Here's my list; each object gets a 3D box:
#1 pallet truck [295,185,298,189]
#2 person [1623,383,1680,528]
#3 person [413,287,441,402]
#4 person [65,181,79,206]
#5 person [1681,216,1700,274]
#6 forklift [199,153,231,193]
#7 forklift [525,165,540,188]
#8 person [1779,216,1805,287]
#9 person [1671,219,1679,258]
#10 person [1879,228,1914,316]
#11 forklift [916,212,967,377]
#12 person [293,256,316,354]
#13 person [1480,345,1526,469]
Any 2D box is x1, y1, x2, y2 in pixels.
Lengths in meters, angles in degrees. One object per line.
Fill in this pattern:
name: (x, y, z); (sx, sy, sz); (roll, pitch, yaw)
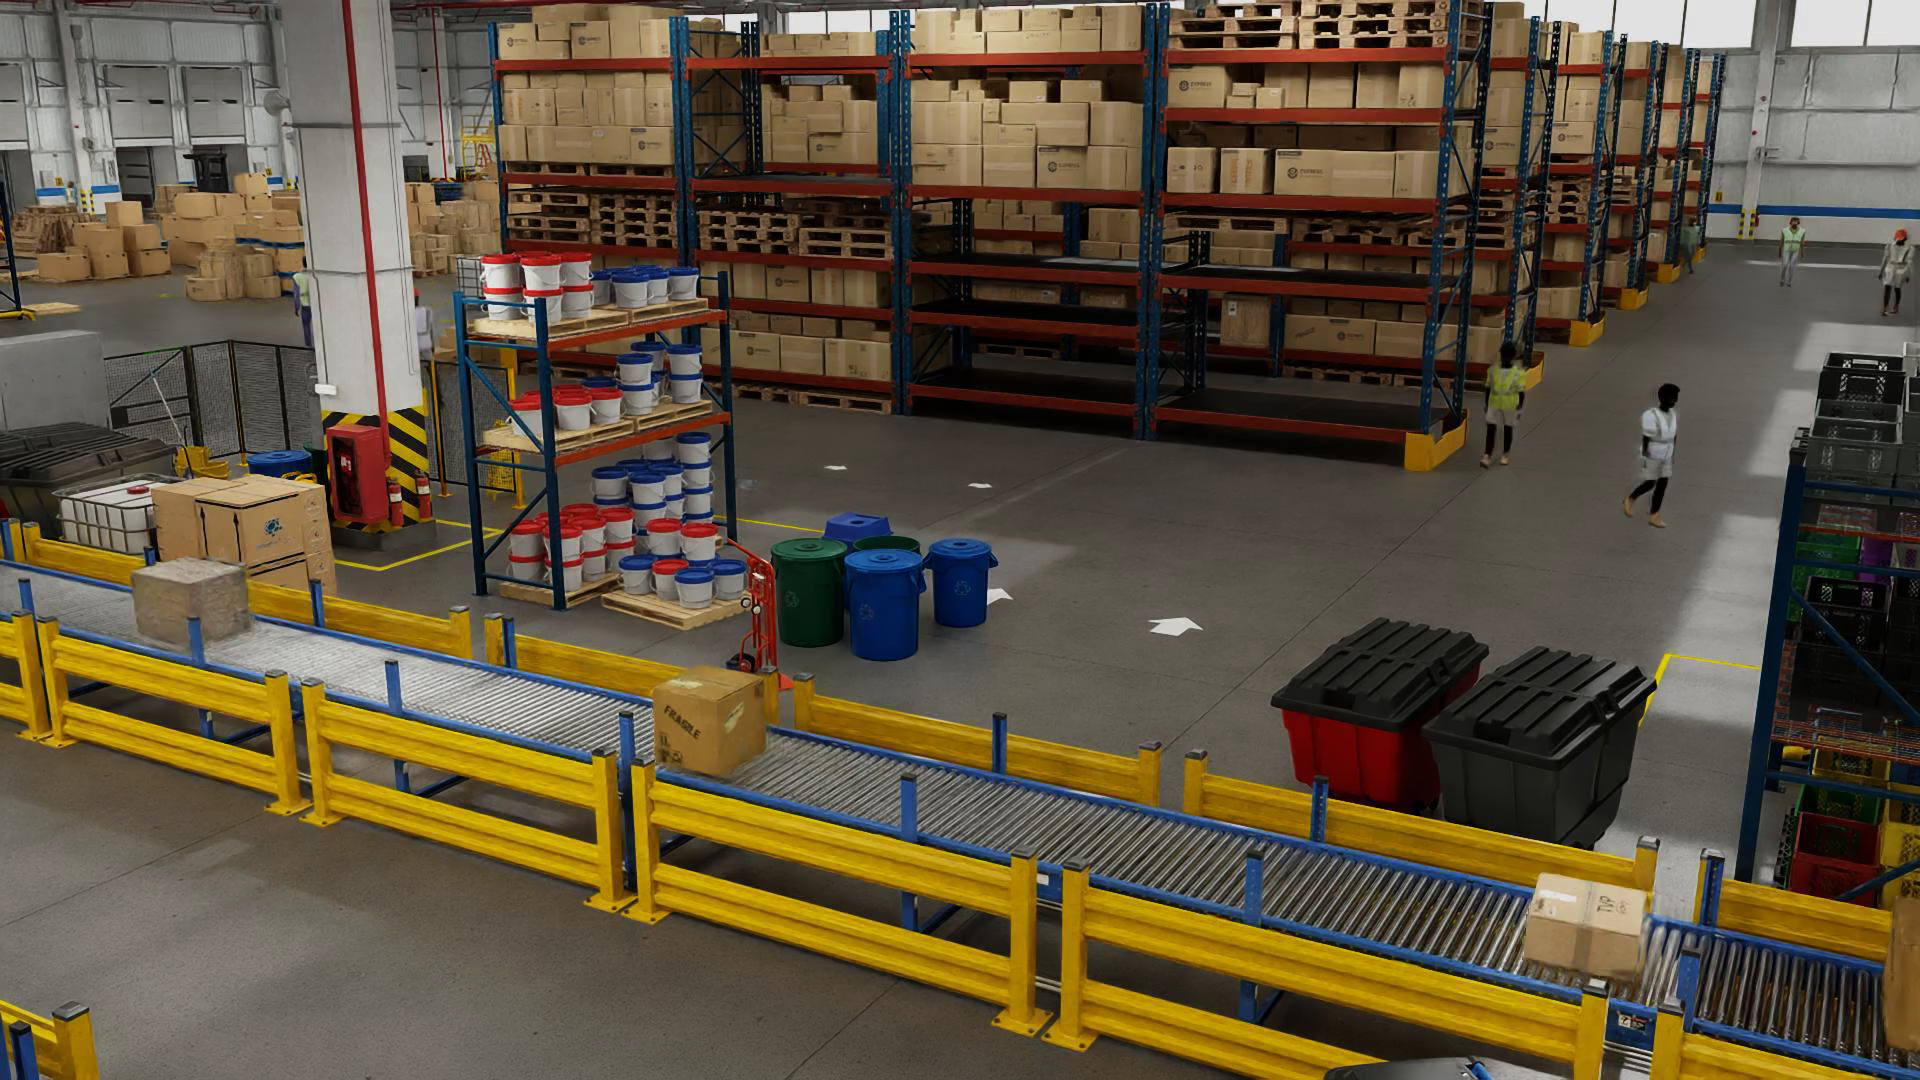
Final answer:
pallet truck: (-26.804, -14.617, 69.738); (1.885, 1.965, 0.823); (-14, 20, -42)
person: (7.969, -0.986, 19.092); (0.544, 1.679, 0.469); (-6, 16, -22)
person: (-8.665, -3.120, 26.709); (0.553, 1.908, 0.893); (-10, 18, -33)
person: (-34.897, -13.286, 65.433); (0.546, 1.625, 0.375); (5, 16, 19)
person: (20.518, -8.316, 46.810); (0.519, 1.605, 0.558); (-3, 15, -12)
forklift: (-27.440, -12.865, 61.464); (1.873, 2.768, 1.129); (8, 17, 28)
forklift: (-16.451, -13.596, 64.211); (1.873, 2.768, 1.129); (1, 15, 2)
person: (21.679, -7.506, 43.349); (0.569, 1.827, 0.581); (5, 16, 18)
person: (19.795, -8.421, 46.599); (0.372, 1.916, 0.597); (-14, 21, -43)
person: (21.239, -6.088, 37.720); (0.638, 1.989, 1.002); (11, 18, 36)
forklift: (-0.842, -4.414, 29.695); (1.873, 2.768, 1.129); (8, 17, 28)
person: (-12.463, -4.509, 31.943); (0.629, 1.880, 0.899); (-7, 17, -26)
person: (7.192, -1.758, 22.043); (0.553, 1.644, 0.875); (9, 17, 30)
